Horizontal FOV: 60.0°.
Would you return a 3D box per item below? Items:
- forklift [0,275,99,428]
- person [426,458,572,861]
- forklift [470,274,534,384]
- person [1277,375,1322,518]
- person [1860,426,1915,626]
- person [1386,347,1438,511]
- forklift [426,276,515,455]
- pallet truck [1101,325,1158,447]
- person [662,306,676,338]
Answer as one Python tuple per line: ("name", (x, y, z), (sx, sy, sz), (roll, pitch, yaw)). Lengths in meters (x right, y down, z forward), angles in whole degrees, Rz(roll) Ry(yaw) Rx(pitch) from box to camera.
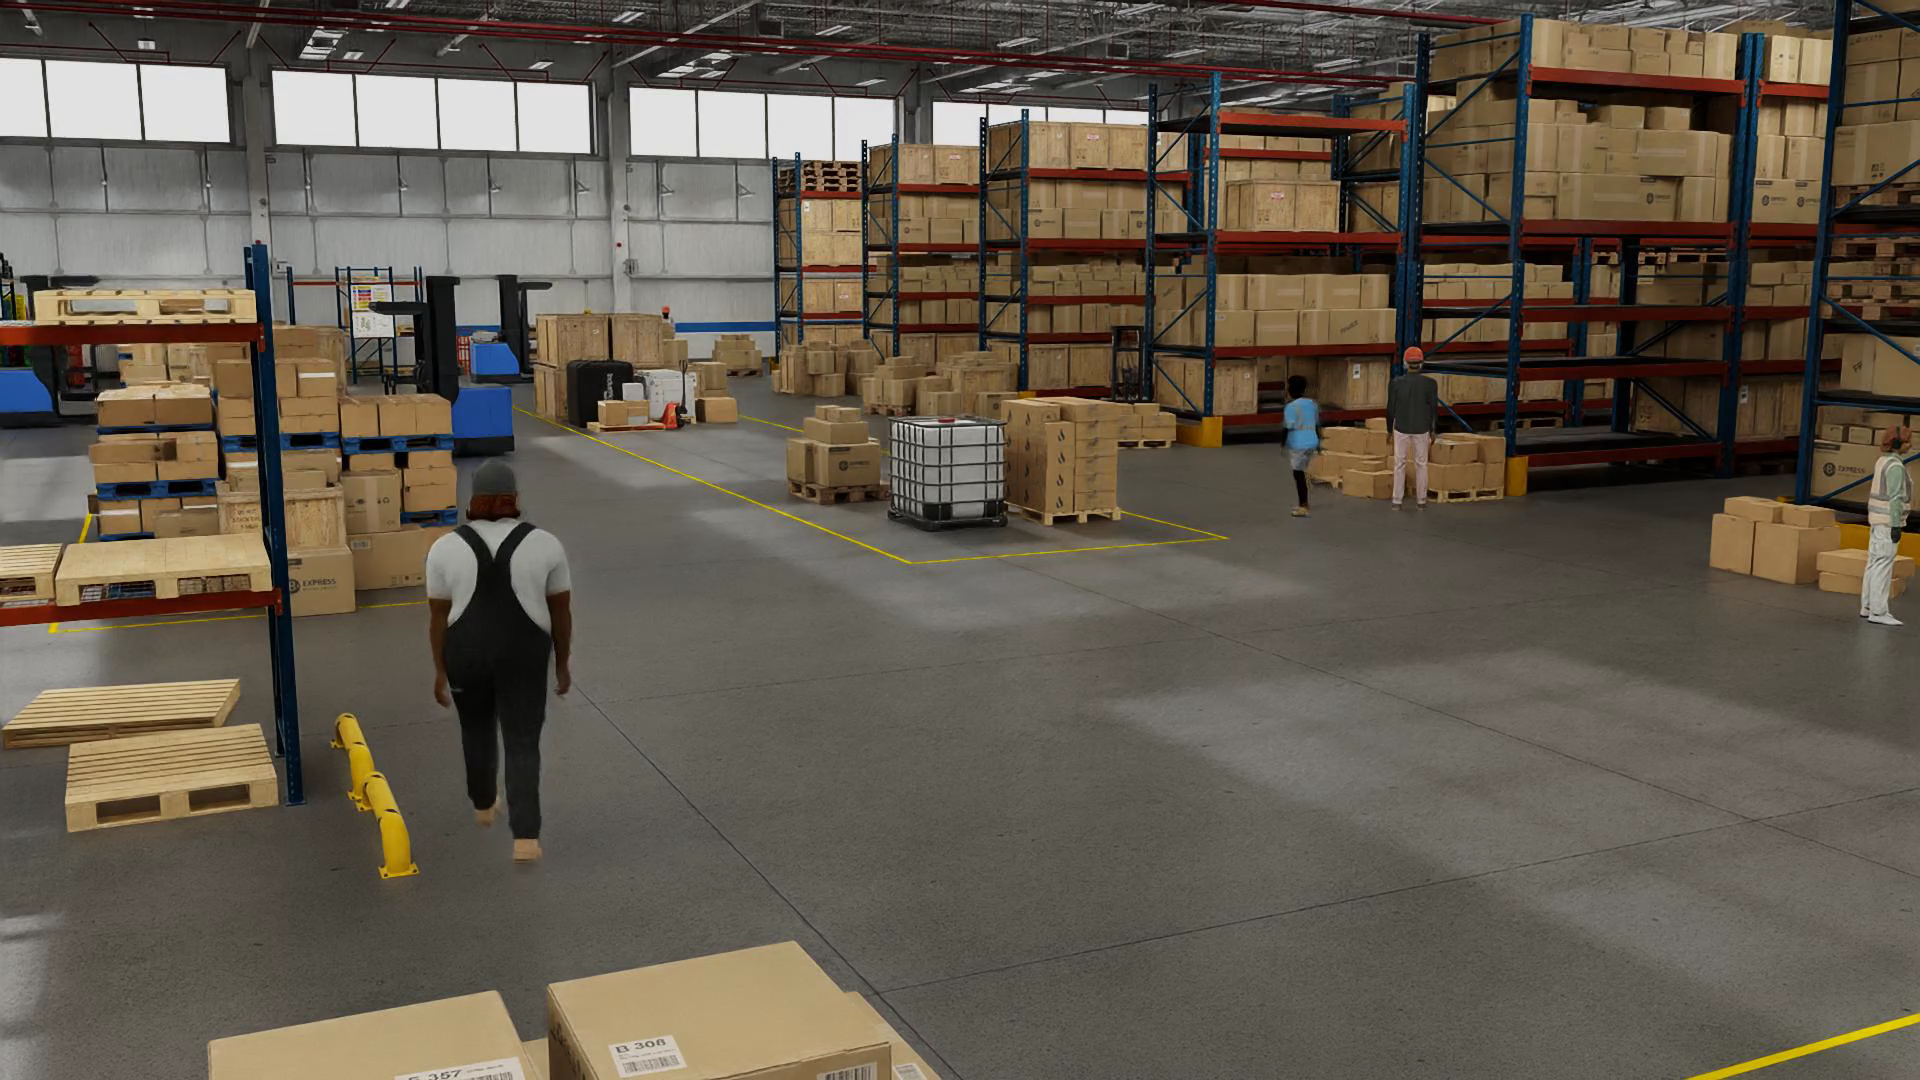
("forklift", (-17.170, -3.547, 31.094), (1.873, 2.768, 1.129), (-4, 10, -25))
("person", (-2.297, 0.540, 8.335), (0.693, 2.000, 1.094), (-2, 9, -11))
("forklift", (-11.480, -5.359, 42.337), (1.873, 2.768, 1.129), (-4, 10, -25))
("person", (4.019, -1.113, 19.700), (0.591, 1.669, 0.531), (-7, 12, -38))
("person", (7.647, -0.126, 13.704), (0.308, 1.639, 0.524), (3, 10, 16))
("person", (5.458, -1.334, 20.110), (0.612, 1.992, 0.389), (1, 9, 8))
("forklift", (-8.069, -2.737, 26.069), (1.873, 2.768, 1.129), (-4, 10, -25))
("pallet truck", (2.881, -2.596, 27.923), (0.823, 1.965, 1.885), (-1, 9, -7))
("person", (-8.437, -5.760, 47.755), (0.562, 1.927, 0.404), (-1, 9, -6))
